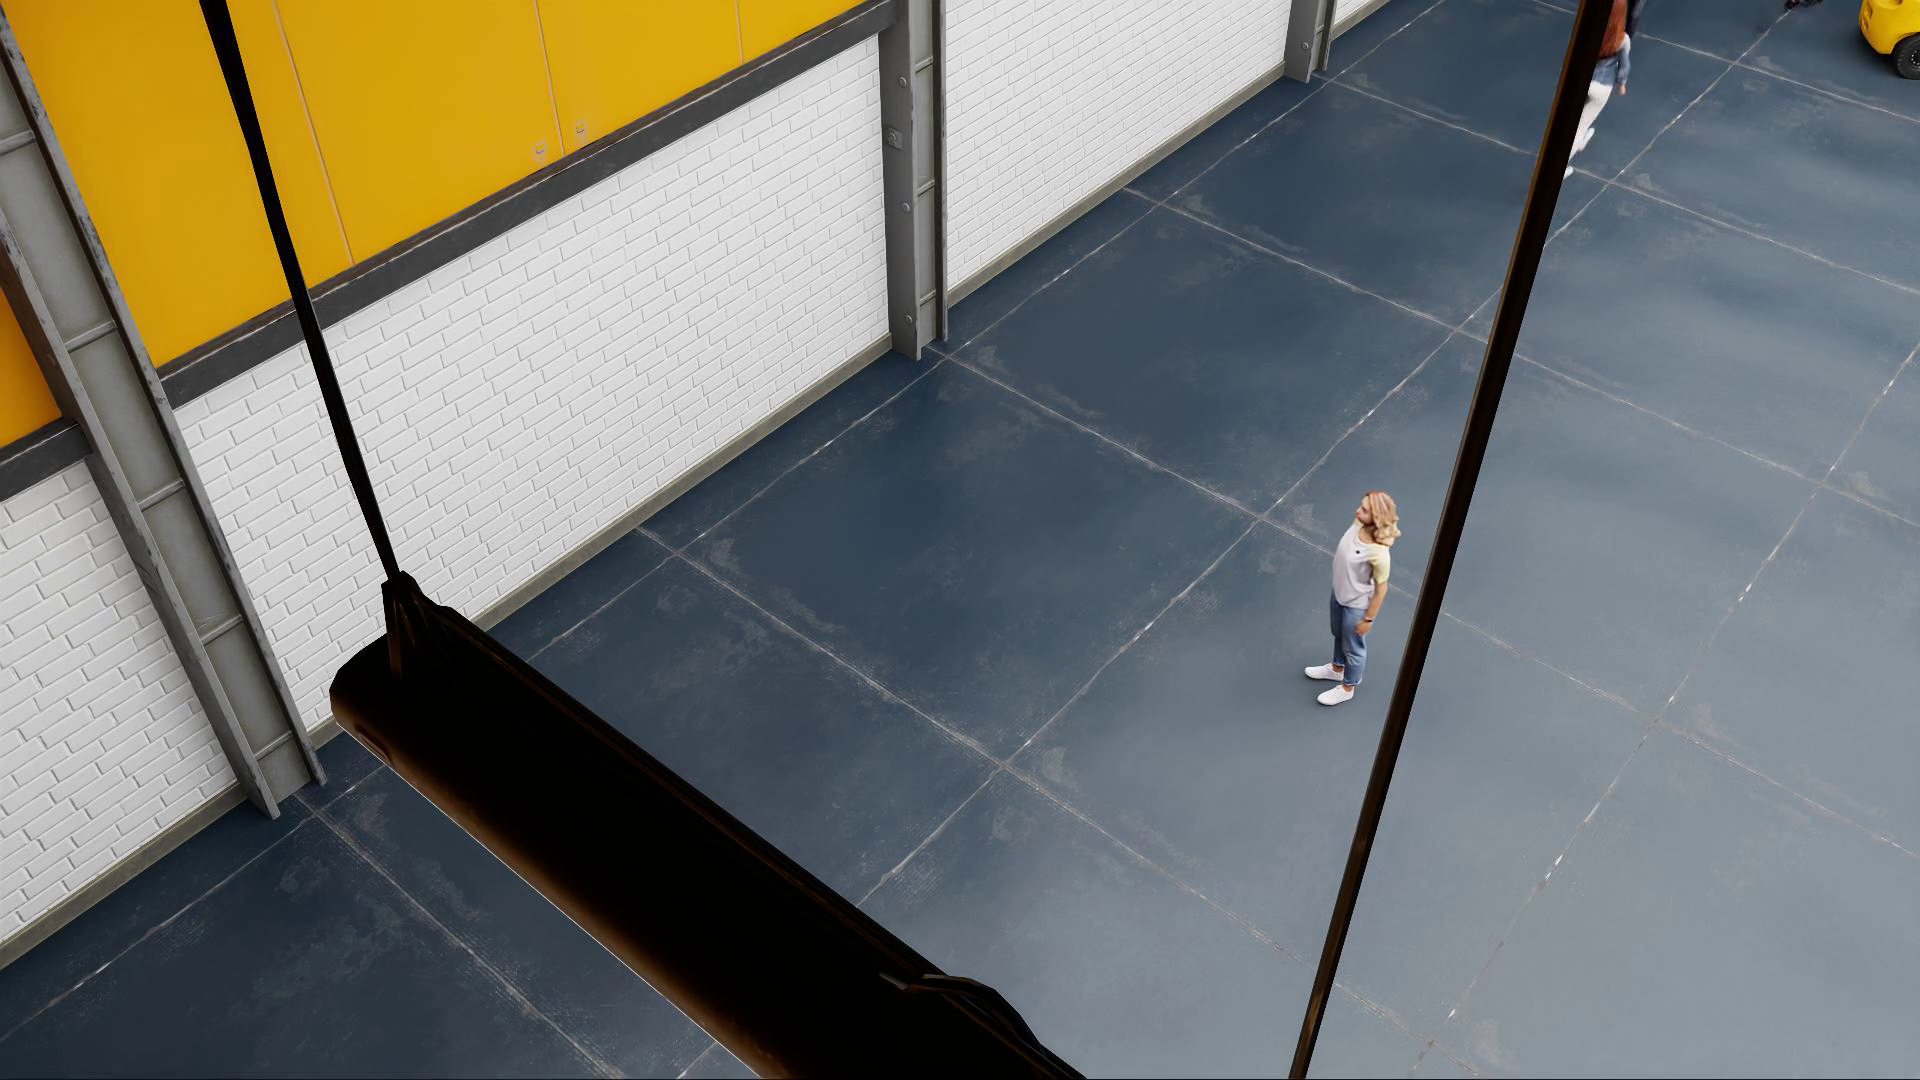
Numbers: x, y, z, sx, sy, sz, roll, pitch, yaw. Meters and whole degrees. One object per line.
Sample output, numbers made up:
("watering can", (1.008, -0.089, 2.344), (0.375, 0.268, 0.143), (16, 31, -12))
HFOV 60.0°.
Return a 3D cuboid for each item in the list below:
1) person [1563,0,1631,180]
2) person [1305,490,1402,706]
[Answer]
("person", (5.651, -4.024, 14.993), (1.079, 1.664, 0.684), (-34, 53, -30))
("person", (2.468, 0.356, 10.353), (0.750, 1.723, 0.713), (-8, 44, -8))
